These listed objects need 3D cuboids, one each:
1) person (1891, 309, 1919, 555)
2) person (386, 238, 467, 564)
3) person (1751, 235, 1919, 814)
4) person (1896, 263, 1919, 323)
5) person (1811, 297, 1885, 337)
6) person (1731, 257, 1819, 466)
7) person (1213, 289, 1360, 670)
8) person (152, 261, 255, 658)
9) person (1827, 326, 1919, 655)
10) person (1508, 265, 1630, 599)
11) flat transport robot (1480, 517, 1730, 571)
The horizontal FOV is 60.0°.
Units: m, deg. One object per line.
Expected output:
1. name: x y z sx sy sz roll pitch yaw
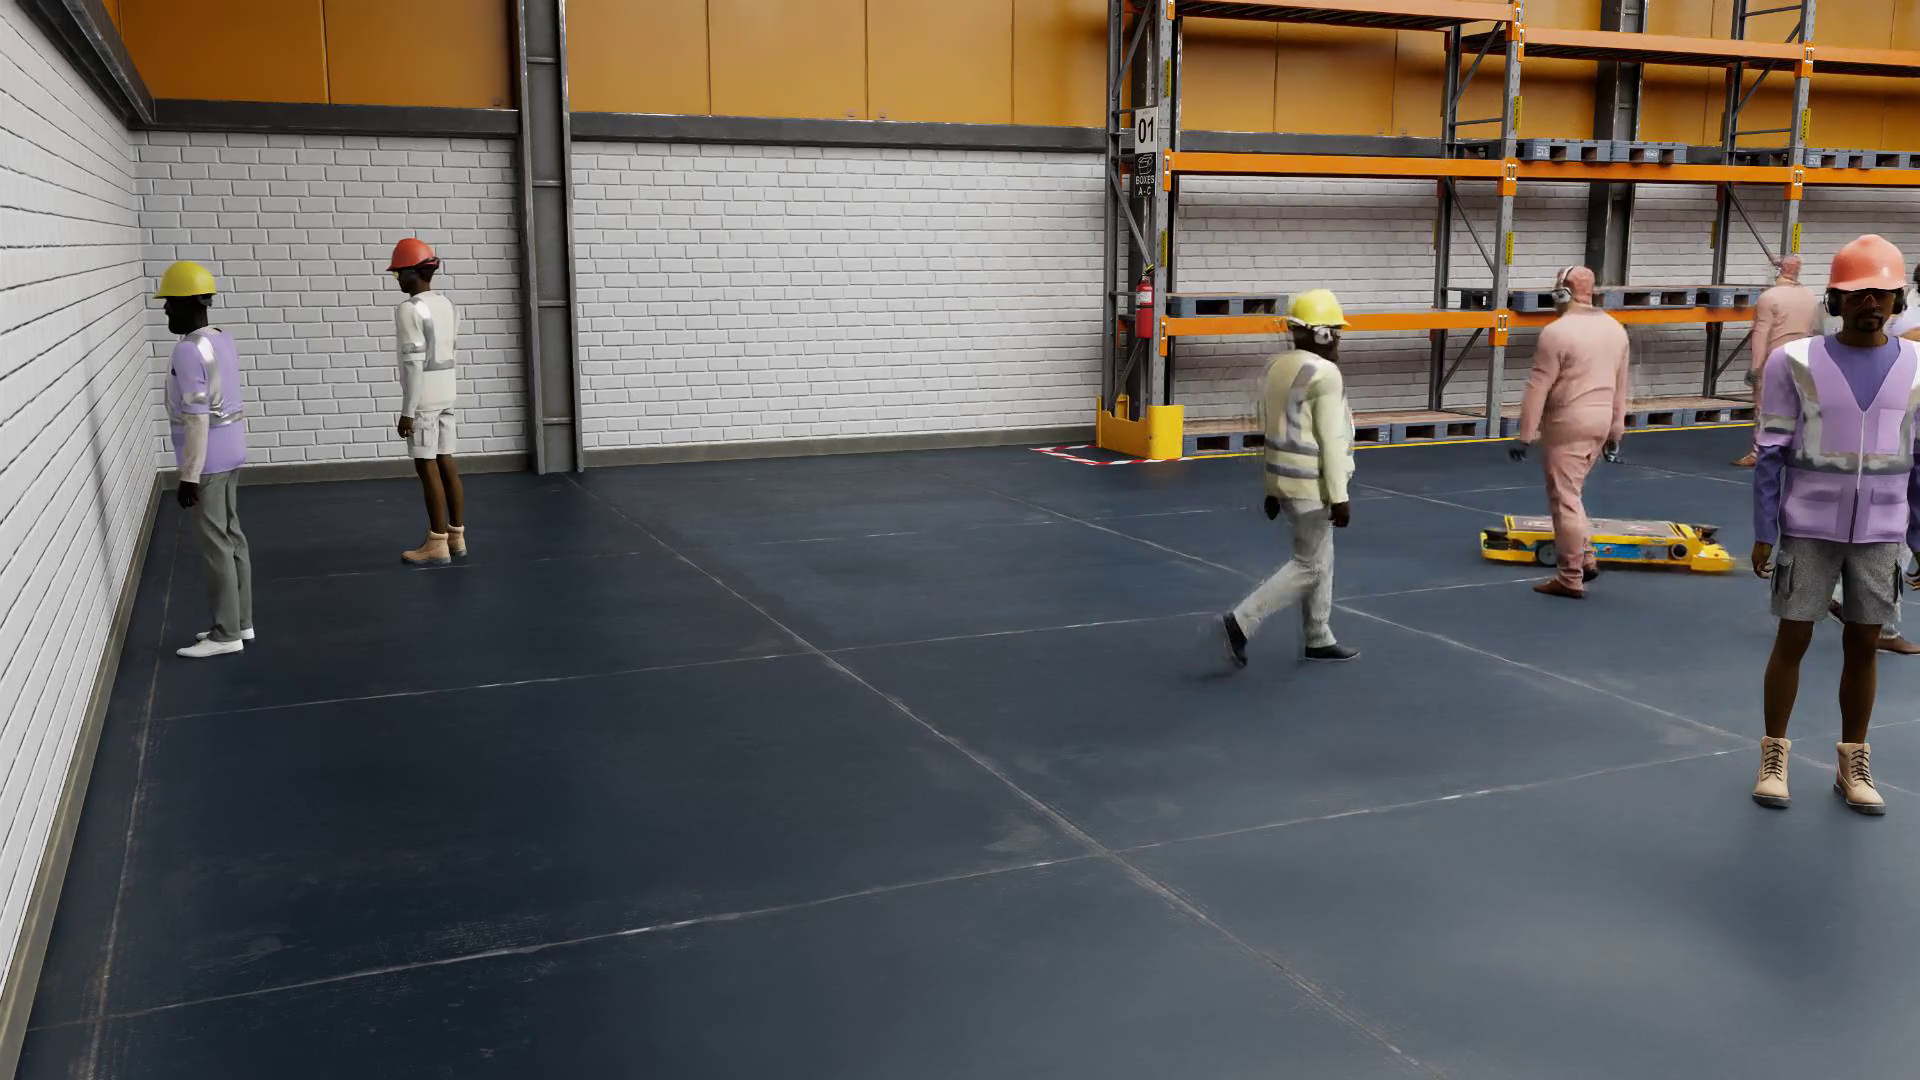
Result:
1. person: 6.152 -0.781 10.437 0.655 1.884 1.013 5 11 27
2. person: -3.386 -0.868 10.493 0.391 2.039 0.615 2 10 9
3. person: 3.135 -0.043 5.892 0.607 2.044 0.379 3 11 15
4. person: 9.520 -1.851 16.549 0.993 1.827 0.596 -7 12 -35
5. person: 7.719 -1.492 14.397 1.032 1.915 0.625 -5 11 -24
6. person: 7.342 -1.597 15.044 0.785 1.879 0.397 -3 11 -18
7. person: 1.562 -0.266 7.791 0.732 1.808 0.594 -2 10 -10
8. person: -3.701 -0.390 8.146 0.366 1.926 0.594 -1 10 -7
9. person: 4.576 -0.245 8.185 0.433 1.617 0.545 3 11 18
10. person: 3.463 -0.608 9.478 0.641 1.885 0.458 -7 13 -35
11. flat transport robot: 4.063 0.006 10.556 1.431 0.197 0.652 3 11 16
